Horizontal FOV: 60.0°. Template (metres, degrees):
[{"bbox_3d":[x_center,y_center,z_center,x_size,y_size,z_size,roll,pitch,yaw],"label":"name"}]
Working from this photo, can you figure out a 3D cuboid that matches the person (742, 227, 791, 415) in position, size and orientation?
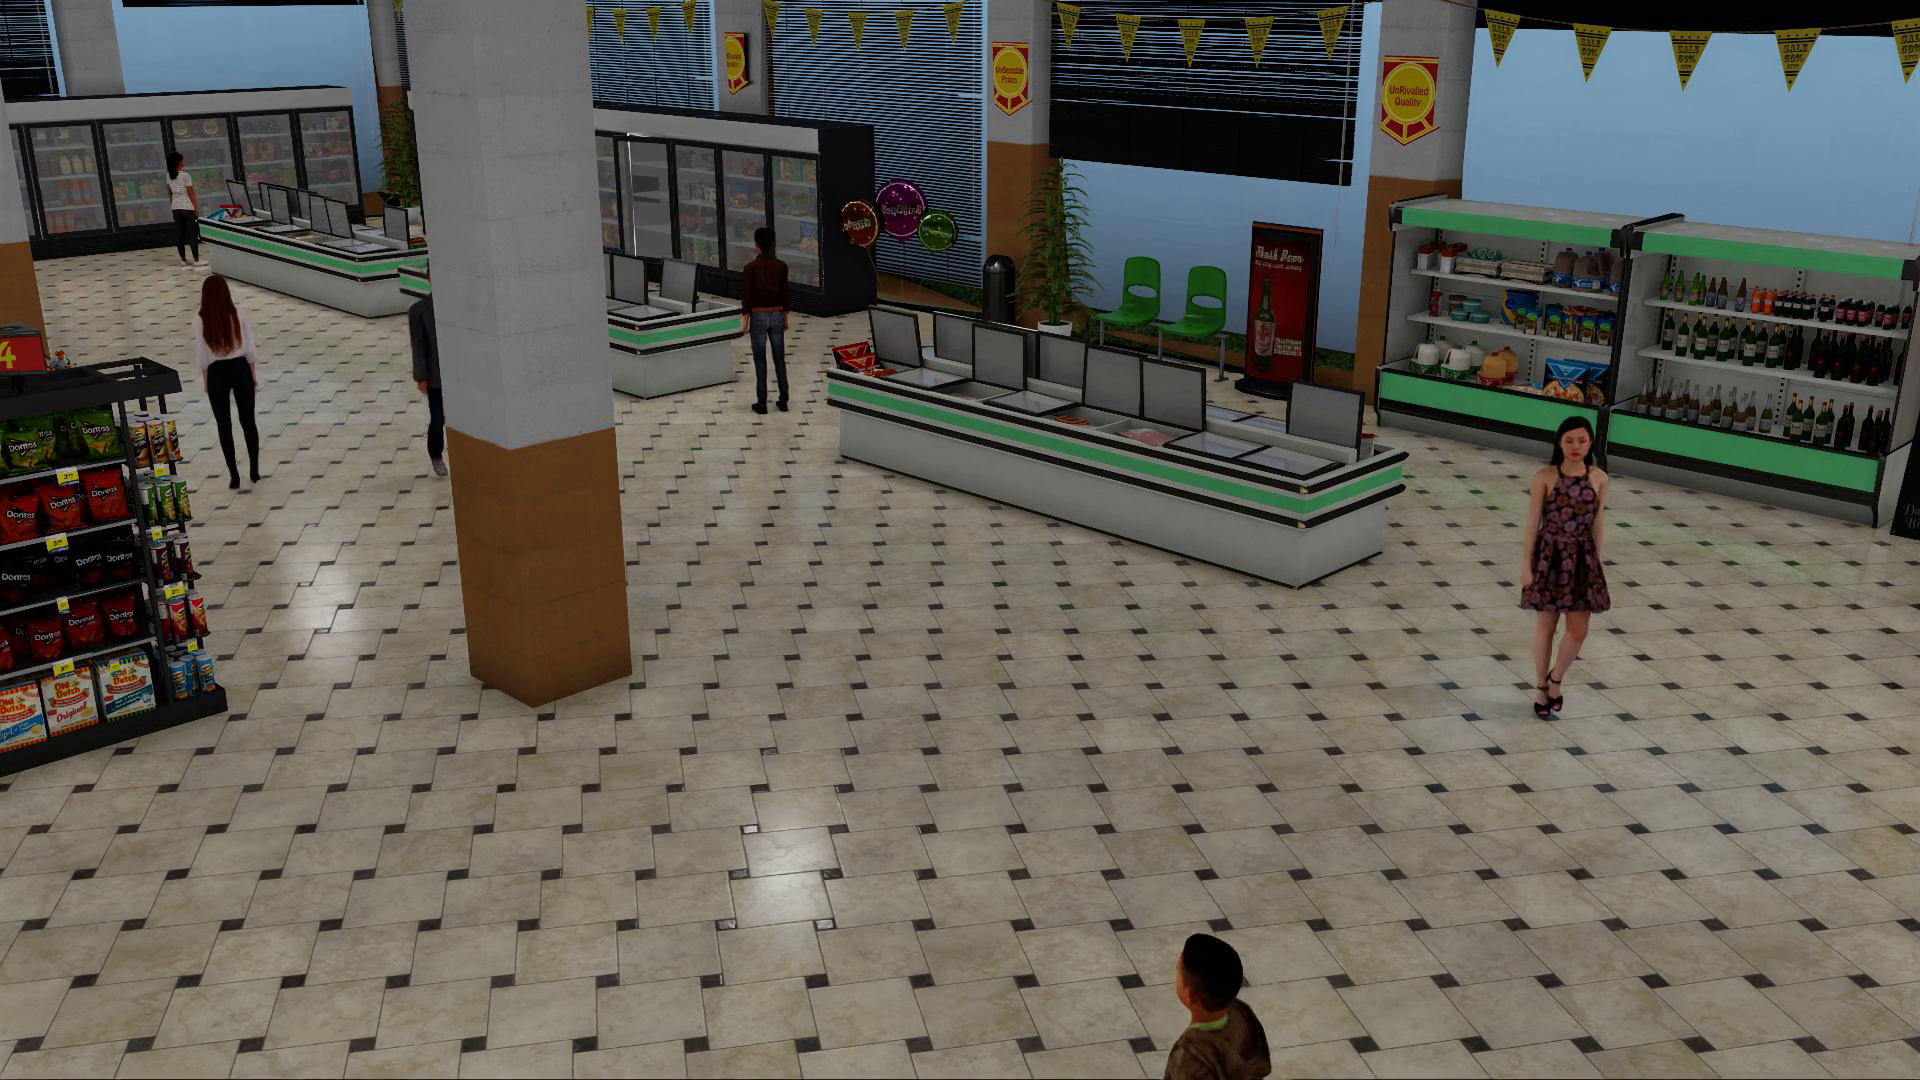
[{"bbox_3d":[-1.850,-2.112,16.023,0.688,1.777,0.617,-10,21,-26],"label":"person"}]

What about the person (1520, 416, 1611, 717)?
[{"bbox_3d":[3.360,0.152,9.336,0.804,1.761,0.867,3,19,8],"label":"person"}]

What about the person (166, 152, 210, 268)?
[{"bbox_3d":[-11.327,-4.824,24.271,0.617,1.647,0.713,4,19,13],"label":"person"}]

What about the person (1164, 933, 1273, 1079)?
[{"bbox_3d":[0.774,1.833,4.861,0.595,1.434,0.958,-16,25,-40],"label":"person"}]

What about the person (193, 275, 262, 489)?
[{"bbox_3d":[-5.975,-1.295,13.620,0.663,1.765,0.683,-11,22,-30],"label":"person"}]
